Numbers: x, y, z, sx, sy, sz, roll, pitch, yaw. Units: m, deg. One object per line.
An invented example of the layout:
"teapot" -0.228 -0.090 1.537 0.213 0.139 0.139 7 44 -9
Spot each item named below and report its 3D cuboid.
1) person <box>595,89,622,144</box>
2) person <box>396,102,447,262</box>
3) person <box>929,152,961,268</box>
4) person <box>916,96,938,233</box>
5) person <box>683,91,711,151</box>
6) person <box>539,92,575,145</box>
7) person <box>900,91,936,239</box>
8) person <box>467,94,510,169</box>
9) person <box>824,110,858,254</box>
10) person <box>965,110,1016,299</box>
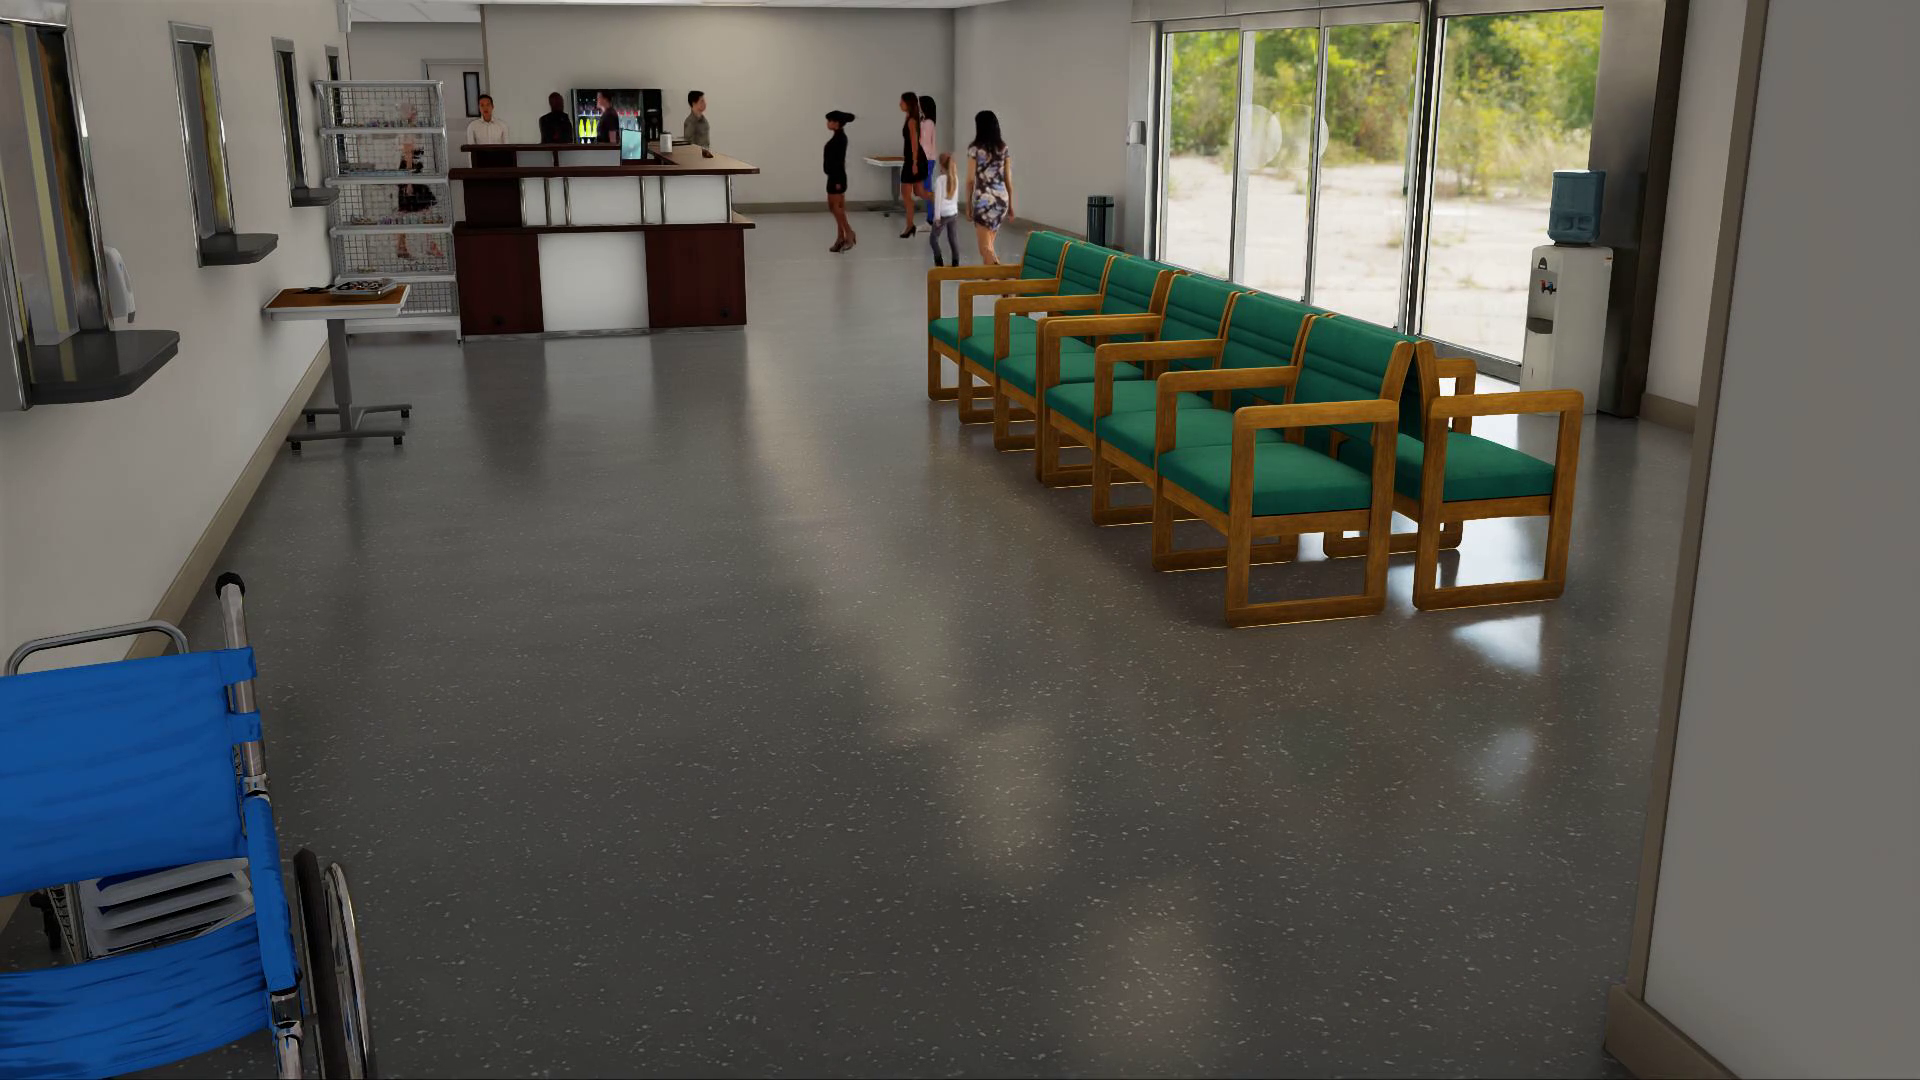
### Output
"person" -4.815 -5.360 23.328 1.139 1.802 0.761 -3 16 -11
"person" -6.191 -3.950 18.457 0.871 1.732 0.755 -10 19 -32
"person" -0.093 -3.333 17.130 0.620 1.265 0.681 -14 21 -41
"person" -0.437 -5.021 22.185 0.643 1.769 0.701 0 16 1
"person" -3.266 -4.469 20.096 1.283 1.843 1.080 2 16 7
"person" -5.291 -4.895 21.668 1.033 1.808 0.974 10 18 31
"person" -0.475 -4.688 20.936 1.012 1.808 0.732 0 16 -1
"person" -5.681 -4.465 20.139 0.522 1.811 0.749 -6 17 -20
"person" -1.406 -4.185 19.466 0.671 1.636 0.641 0 16 -2
"person" 0.308 -3.042 15.288 1.087 1.704 0.887 -8 18 -26
